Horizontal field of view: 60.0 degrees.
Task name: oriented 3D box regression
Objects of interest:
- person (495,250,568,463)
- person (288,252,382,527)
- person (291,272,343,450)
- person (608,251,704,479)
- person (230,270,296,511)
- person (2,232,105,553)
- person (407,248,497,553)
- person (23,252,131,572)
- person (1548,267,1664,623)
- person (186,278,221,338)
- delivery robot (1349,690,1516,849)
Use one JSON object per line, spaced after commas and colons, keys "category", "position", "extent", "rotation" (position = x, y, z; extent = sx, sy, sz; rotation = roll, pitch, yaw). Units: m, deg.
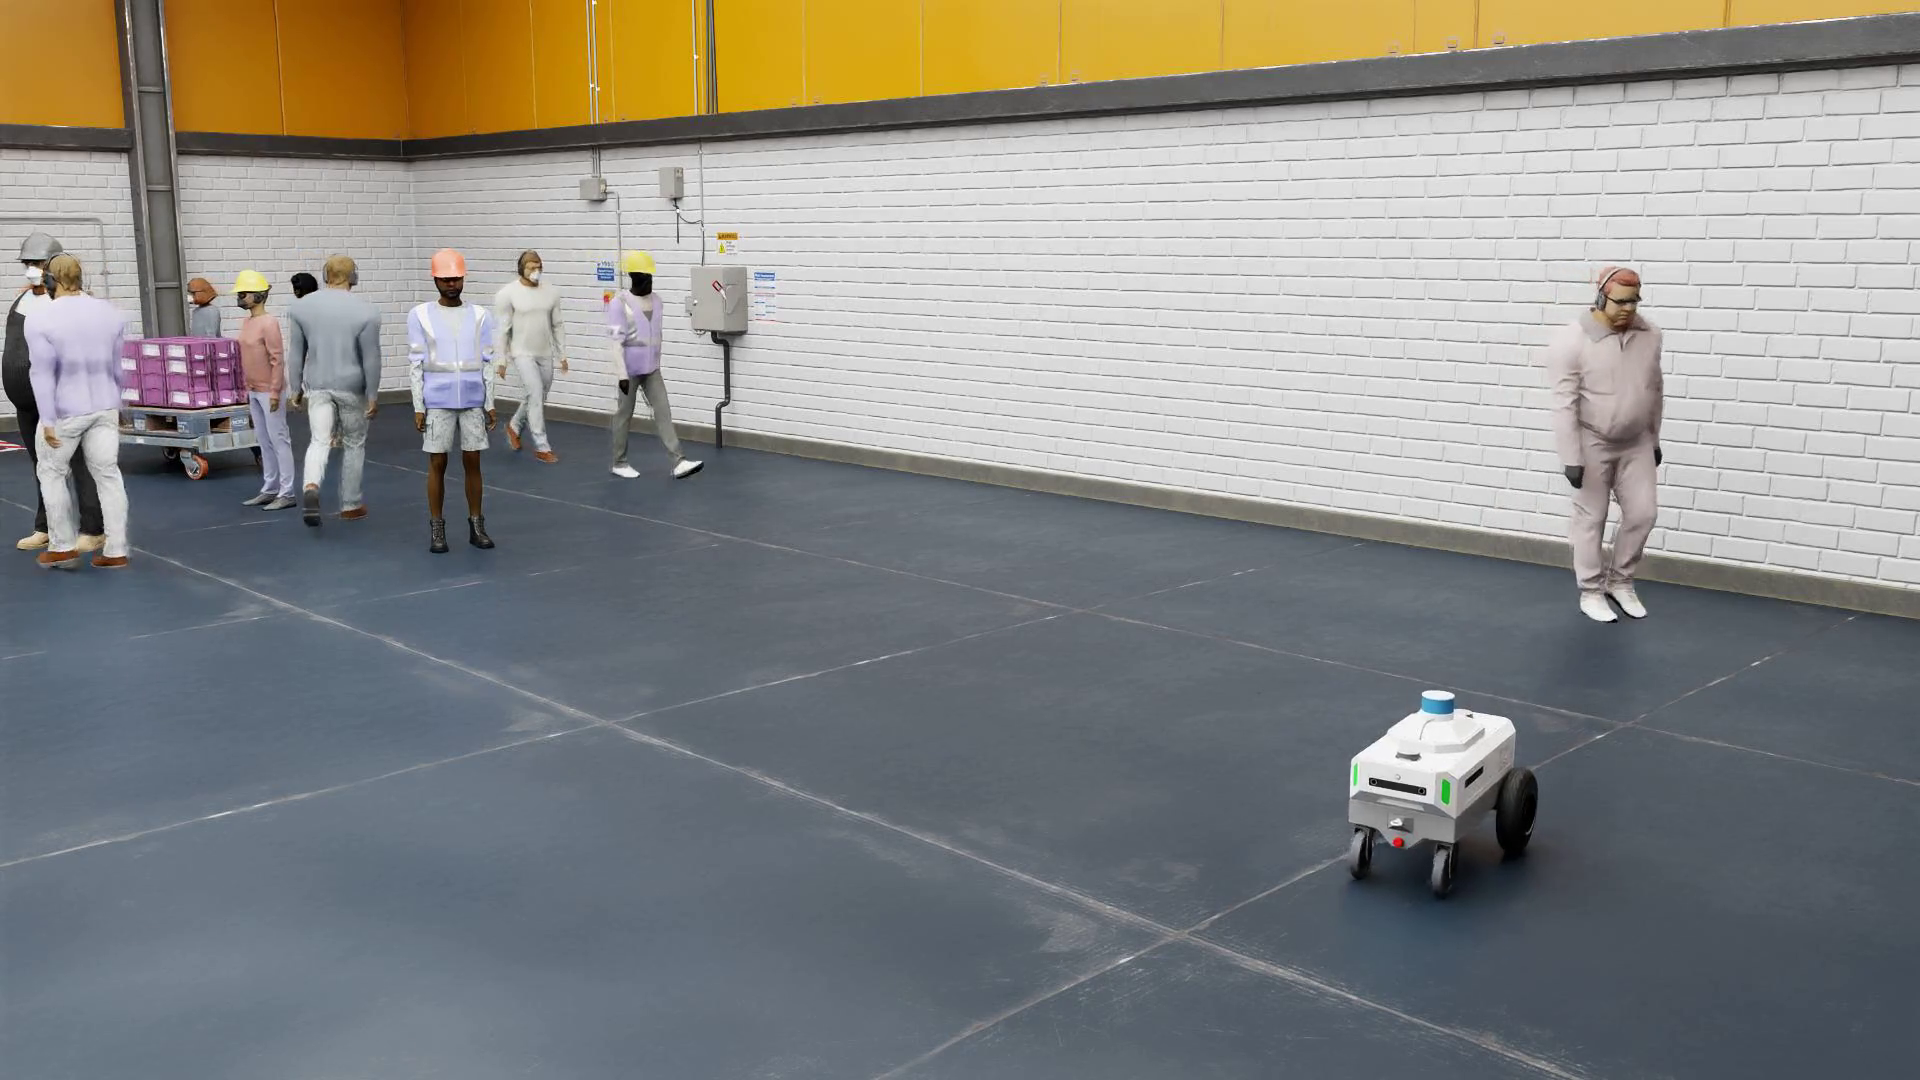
{"category": "person", "position": [-3.923, -1.672, 15.078], "extent": [0.907, 1.907, 0.649], "rotation": [10, 14, 43]}
{"category": "person", "position": [-4.329, -1.018, 11.481], "extent": [0.682, 1.906, 0.830], "rotation": [0, 10, -1]}
{"category": "person", "position": [-6.041, -1.670, 15.628], "extent": [0.376, 1.674, 0.537], "rotation": [1, 10, 7]}
{"category": "person", "position": [-2.567, -1.415, 13.671], "extent": [0.976, 1.878, 0.615], "rotation": [8, 13, 36]}
{"category": "person", "position": [-5.155, -1.098, 12.283], "extent": [0.331, 1.768, 0.526], "rotation": [-10, 14, -43]}
{"category": "person", "position": [-5.810, -0.930, 10.616], "extent": [0.682, 2.000, 0.537], "rotation": [3, 11, 18]}
{"category": "person", "position": [-3.240, -0.890, 10.679], "extent": [0.542, 1.938, 0.358], "rotation": [-6, 12, -29]}
{"category": "person", "position": [-5.351, -0.760, 10.021], "extent": [0.722, 1.919, 0.640], "rotation": [6, 12, 32]}
{"category": "person", "position": [3.372, -0.477, 8.639], "extent": [0.704, 1.863, 0.485], "rotation": [-2, 11, -10]}
{"category": "person", "position": [-7.188, -1.668, 15.786], "extent": [0.509, 1.621, 0.370], "rotation": [9, 14, 39]}
{"category": "delivery robot", "position": [1.530, 0.730, 5.362], "extent": [0.477, 0.478, 0.707], "rotation": [7, 12, 34]}
